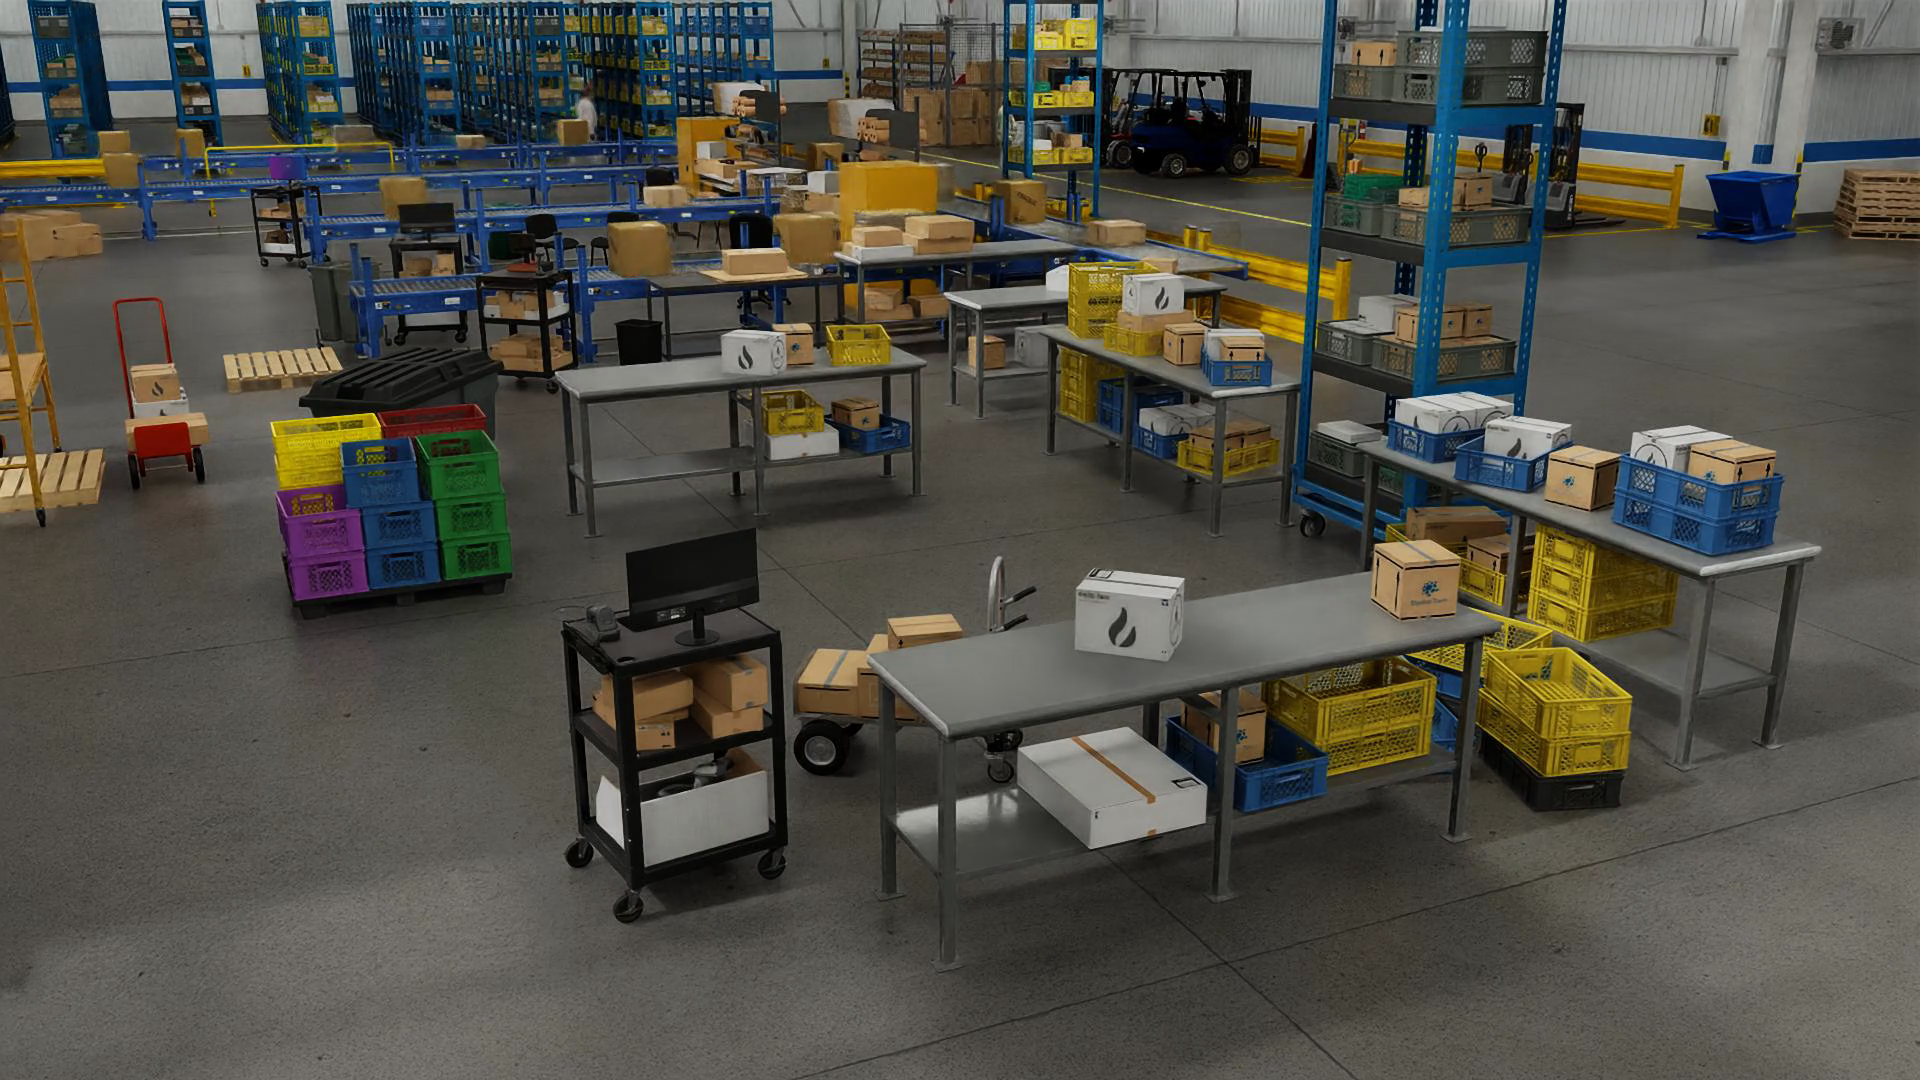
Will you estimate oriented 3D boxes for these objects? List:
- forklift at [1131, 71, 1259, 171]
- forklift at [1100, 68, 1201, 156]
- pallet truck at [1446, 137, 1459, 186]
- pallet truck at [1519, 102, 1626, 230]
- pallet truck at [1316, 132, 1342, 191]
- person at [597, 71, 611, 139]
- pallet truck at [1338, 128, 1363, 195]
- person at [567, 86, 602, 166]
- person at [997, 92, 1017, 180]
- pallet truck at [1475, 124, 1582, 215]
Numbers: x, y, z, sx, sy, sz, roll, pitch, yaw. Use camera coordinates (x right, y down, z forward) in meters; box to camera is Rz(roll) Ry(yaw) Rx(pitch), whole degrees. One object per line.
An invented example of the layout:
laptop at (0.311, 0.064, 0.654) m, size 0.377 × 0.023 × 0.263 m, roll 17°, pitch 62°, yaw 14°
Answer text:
forklift at (4.998, -8.936, 35.413) m, size 2.680 × 1.987 × 1.157 m, roll -9°, pitch 20°, yaw -25°
forklift at (4.082, -9.564, 37.410) m, size 2.680 × 1.987 × 1.157 m, roll -8°, pitch 19°, yaw -23°
pallet truck at (9.184, -6.485, 29.328) m, size 1.630 × 1.274 × 0.653 m, roll -8°, pitch 19°, yaw -23°
pallet truck at (9.972, -6.037, 26.785) m, size 1.885 × 1.965 × 0.823 m, roll -9°, pitch 20°, yaw -25°
pallet truck at (7.723, -7.504, 32.656) m, size 1.601 × 1.201 × 0.680 m, roll -8°, pitch 19°, yaw -23°
person at (-9.815, -11.884, 45.500) m, size 0.630 × 1.807 × 0.624 m, roll 0°, pitch 18°, yaw 1°
pallet truck at (7.845, -7.140, 31.411) m, size 1.522 × 1.261 × 0.704 m, roll -9°, pitch 20°, yaw -25°
person at (-8.050, -8.789, 35.693) m, size 0.945 × 1.863 × 0.648 m, roll -8°, pitch 19°, yaw -23°
person at (0.950, -8.135, 33.677) m, size 0.403 × 1.825 × 0.586 m, roll 3°, pitch 18°, yaw 11°
pallet truck at (9.707, -6.455, 28.103) m, size 1.885 × 1.965 × 0.823 m, roll -7°, pitch 19°, yaw -20°
